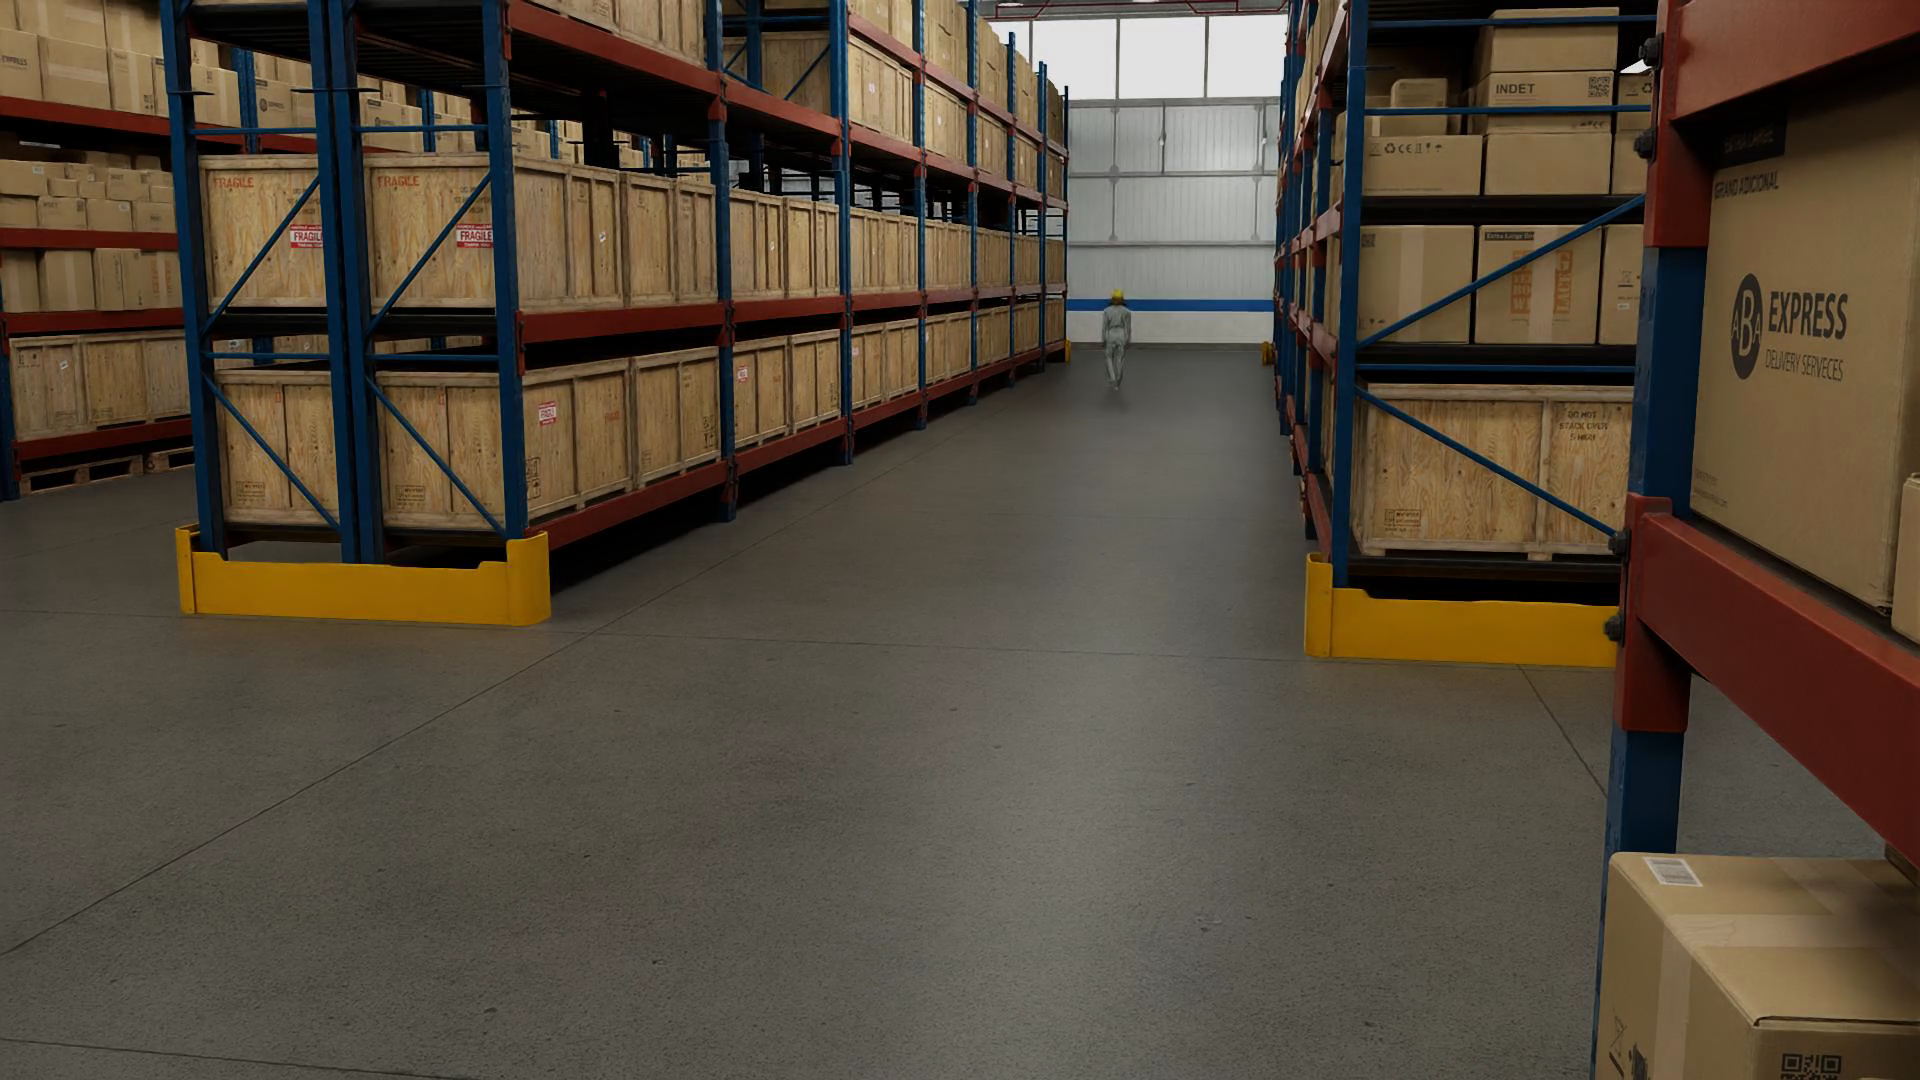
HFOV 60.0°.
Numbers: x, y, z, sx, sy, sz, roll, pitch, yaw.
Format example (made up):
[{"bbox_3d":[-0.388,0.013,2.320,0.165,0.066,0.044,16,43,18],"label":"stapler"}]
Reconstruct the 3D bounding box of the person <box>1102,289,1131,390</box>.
[{"bbox_3d":[2.708,-3.474,28.805,0.514,1.715,0.742,1,9,3],"label":"person"}]
